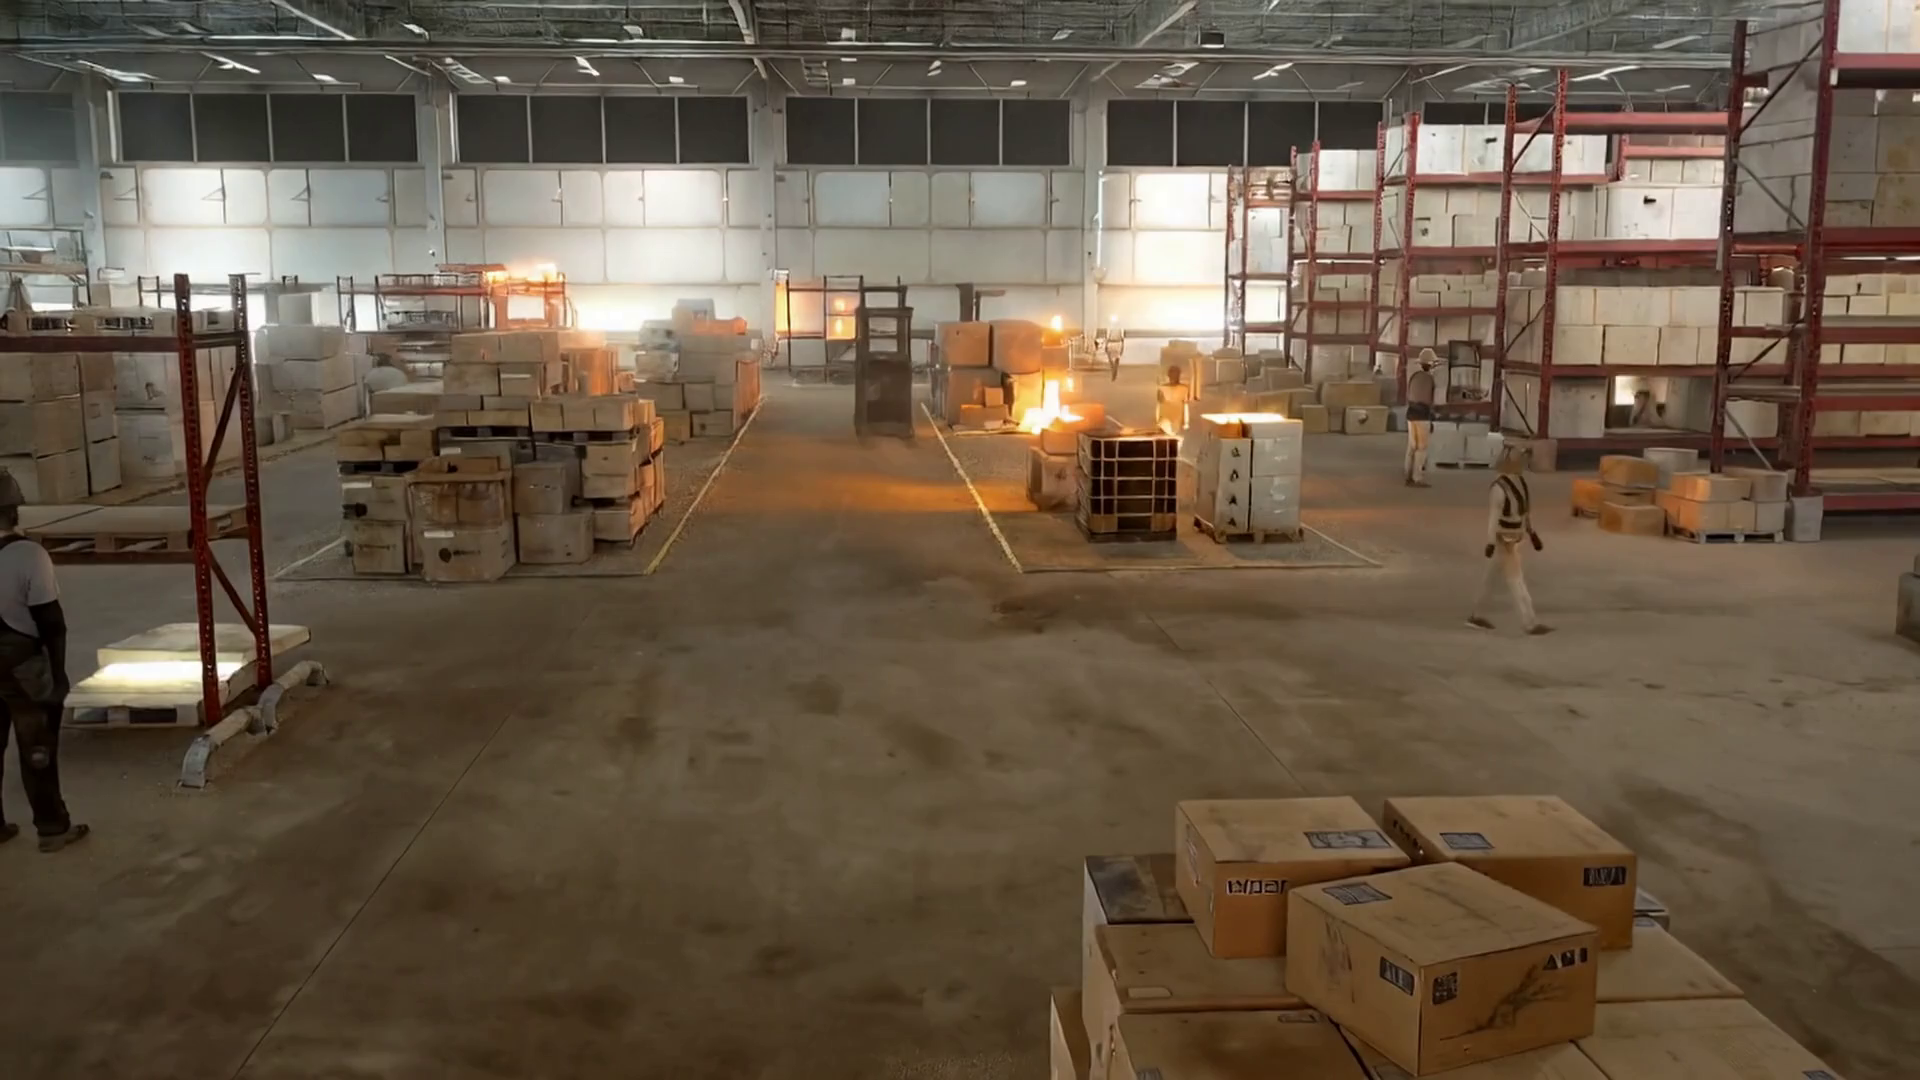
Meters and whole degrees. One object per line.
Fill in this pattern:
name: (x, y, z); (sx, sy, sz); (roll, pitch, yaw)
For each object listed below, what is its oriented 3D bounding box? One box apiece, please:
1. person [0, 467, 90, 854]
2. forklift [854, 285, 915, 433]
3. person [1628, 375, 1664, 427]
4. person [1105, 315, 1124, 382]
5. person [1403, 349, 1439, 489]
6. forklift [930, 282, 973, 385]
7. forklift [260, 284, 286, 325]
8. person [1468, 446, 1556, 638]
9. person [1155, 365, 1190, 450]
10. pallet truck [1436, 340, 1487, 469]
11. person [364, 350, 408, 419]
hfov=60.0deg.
person: (-4.967, 0.627, 8.722); (0.686, 2.000, 0.538); (1, 9, 4)
forklift: (-1.490, -3.533, 32.212); (1.129, 2.768, 1.873); (-1, 9, -5)
person: (12.574, -2.719, 30.533); (0.980, 1.789, 0.638); (0, 9, 2)
person: (4.420, -5.489, 47.541); (0.540, 1.912, 0.665); (2, 9, 15)
person: (6.582, -1.722, 23.661); (0.416, 1.985, 0.611); (-2, 9, -13)
forklift: (0.137, -5.571, 45.008); (1.873, 2.768, 1.129); (-1, 9, -4)
forklift: (-15.707, -4.501, 38.293); (1.873, 2.768, 1.129); (-2, 9, -10)
person: (4.653, 0.016, 13.934); (0.845, 1.593, 0.530); (8, 12, 40)
person: (3.221, -1.848, 25.432); (0.545, 1.676, 0.631); (-1, 9, -8)
pallet truck: (8.004, -2.170, 26.422); (0.823, 1.965, 1.885); (2, 9, 14)
person: (-8.766, -1.954, 25.433); (0.632, 1.884, 1.004); (-4, 10, -24)
